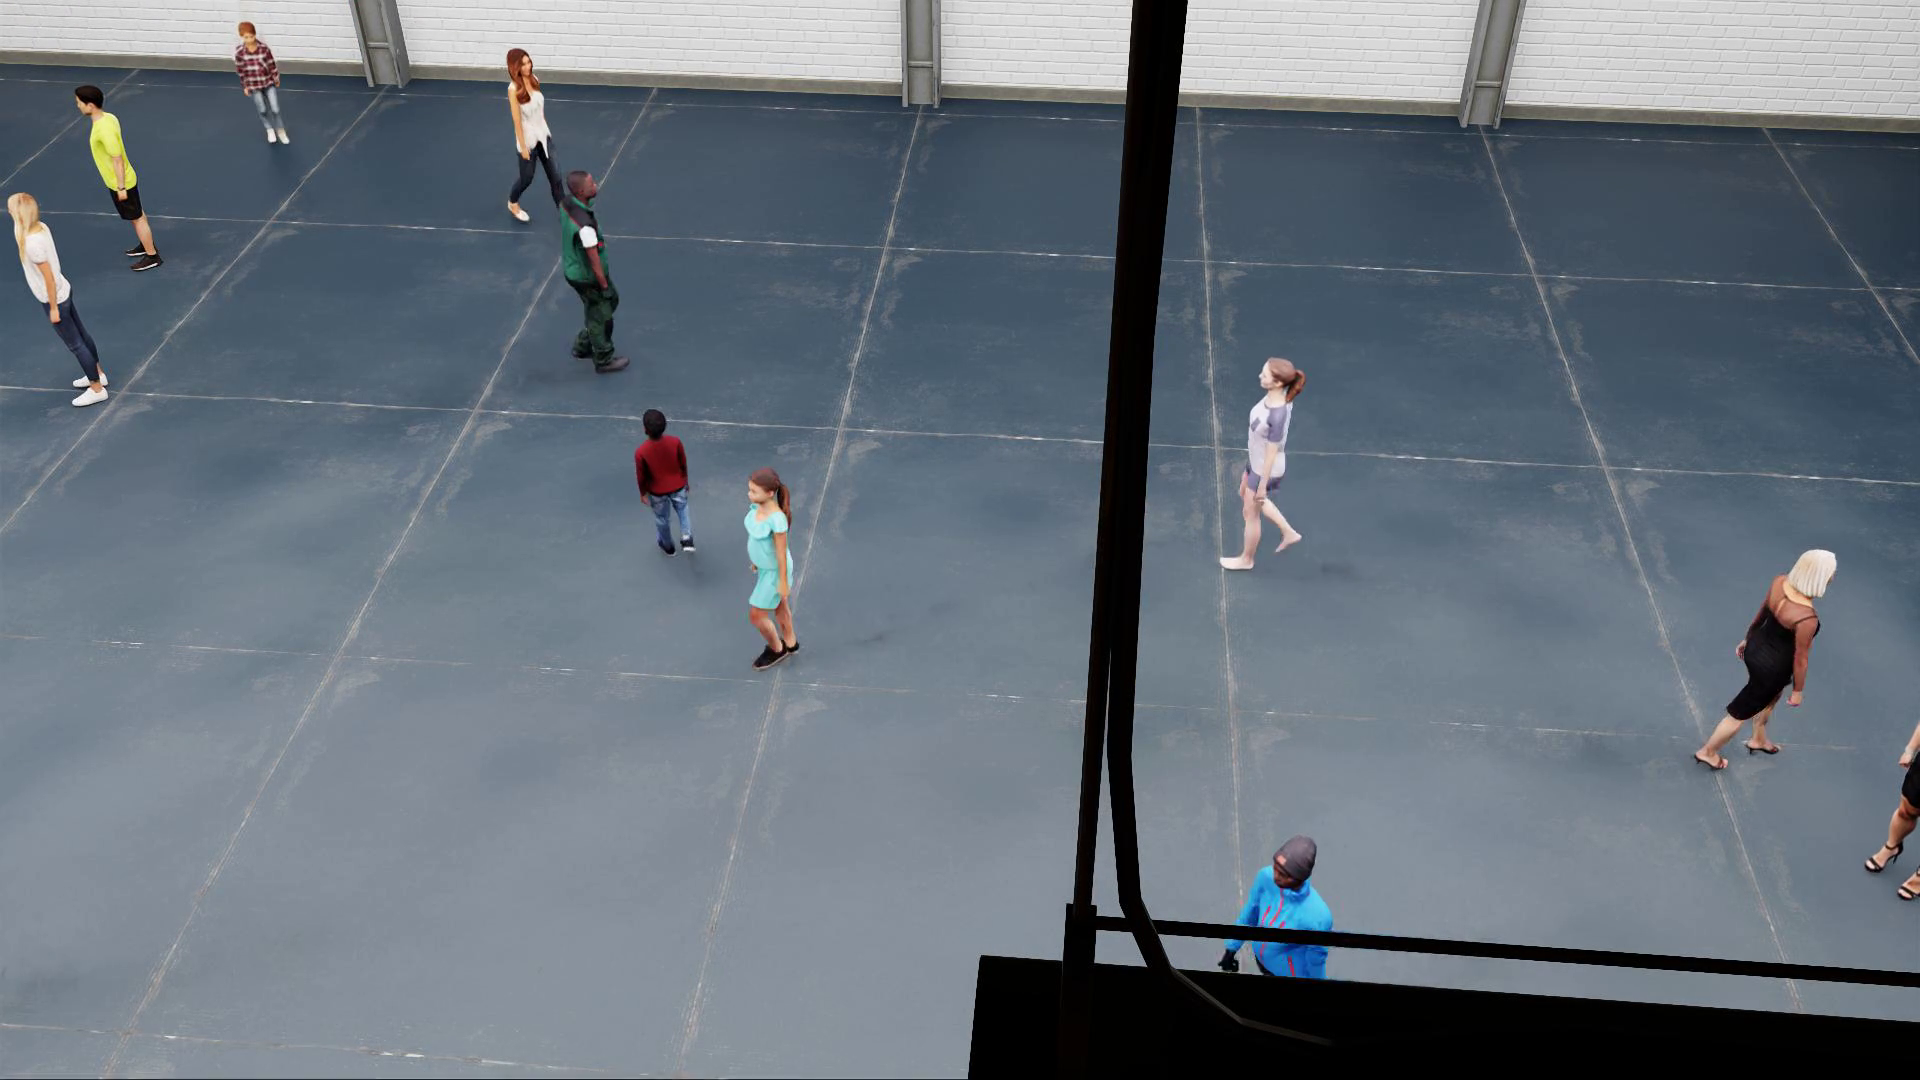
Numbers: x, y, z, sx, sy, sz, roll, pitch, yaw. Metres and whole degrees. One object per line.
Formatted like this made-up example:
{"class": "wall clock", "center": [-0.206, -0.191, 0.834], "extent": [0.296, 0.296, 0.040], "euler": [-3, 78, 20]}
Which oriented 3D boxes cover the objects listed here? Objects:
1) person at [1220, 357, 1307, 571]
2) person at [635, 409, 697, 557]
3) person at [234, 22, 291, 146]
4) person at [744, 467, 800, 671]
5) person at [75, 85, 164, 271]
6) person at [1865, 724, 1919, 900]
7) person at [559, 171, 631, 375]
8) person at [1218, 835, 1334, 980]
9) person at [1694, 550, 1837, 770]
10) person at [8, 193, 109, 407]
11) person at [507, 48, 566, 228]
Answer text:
{"class": "person", "center": [2.175, -0.495, 11.430], "extent": [0.796, 1.757, 0.625], "euler": [8, 39, 9]}
{"class": "person", "center": [-2.047, -0.367, 11.677], "extent": [0.642, 1.249, 0.699], "euler": [-17, 42, -20]}
{"class": "person", "center": [-7.214, -4.730, 17.108], "extent": [0.625, 1.290, 0.696], "euler": [-14, 41, -16]}
{"class": "person", "center": [-1.147, 0.161, 10.773], "extent": [0.712, 1.553, 0.661], "euler": [-15, 41, -18]}
{"class": "person", "center": [-7.559, -3.277, 14.953], "extent": [0.711, 1.708, 0.704], "euler": [-18, 42, -21]}
{"class": "person", "center": [5.464, 1.310, 9.208], "extent": [0.780, 1.711, 0.747], "euler": [-20, 43, -23]}
{"class": "person", "center": [-3.063, -2.124, 13.410], "extent": [0.892, 1.832, 0.857], "euler": [-17, 42, -20]}
{"class": "person", "center": [1.662, 2.071, 8.226], "extent": [1.232, 1.747, 1.073], "euler": [-21, 43, -24]}
{"class": "person", "center": [4.728, 0.750, 9.899], "extent": [0.836, 1.722, 0.681], "euler": [0, 39, 0]}
{"class": "person", "center": [-7.142, -1.916, 13.168], "extent": [0.646, 1.809, 0.671], "euler": [-13, 41, -16]}
{"class": "person", "center": [-4.037, -3.697, 15.447], "extent": [1.188, 1.749, 0.909], "euler": [19, 42, 22]}
